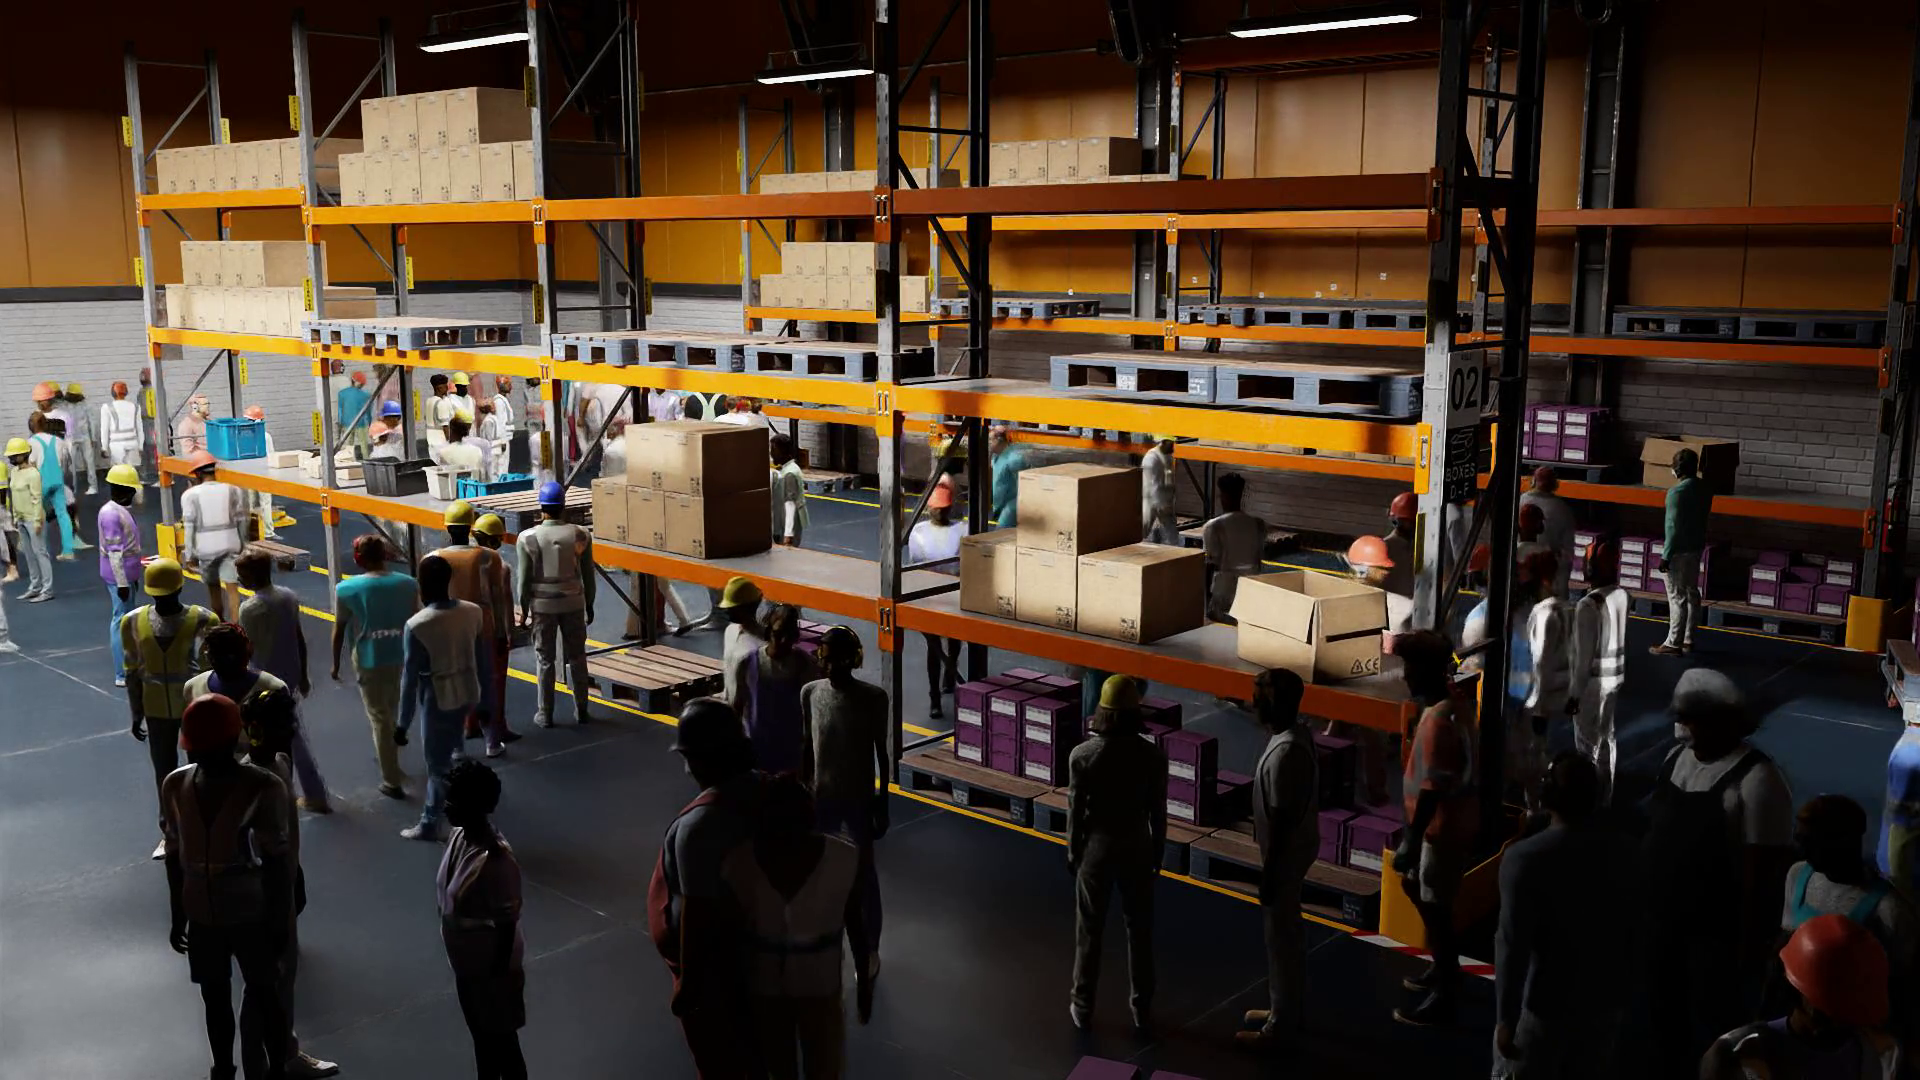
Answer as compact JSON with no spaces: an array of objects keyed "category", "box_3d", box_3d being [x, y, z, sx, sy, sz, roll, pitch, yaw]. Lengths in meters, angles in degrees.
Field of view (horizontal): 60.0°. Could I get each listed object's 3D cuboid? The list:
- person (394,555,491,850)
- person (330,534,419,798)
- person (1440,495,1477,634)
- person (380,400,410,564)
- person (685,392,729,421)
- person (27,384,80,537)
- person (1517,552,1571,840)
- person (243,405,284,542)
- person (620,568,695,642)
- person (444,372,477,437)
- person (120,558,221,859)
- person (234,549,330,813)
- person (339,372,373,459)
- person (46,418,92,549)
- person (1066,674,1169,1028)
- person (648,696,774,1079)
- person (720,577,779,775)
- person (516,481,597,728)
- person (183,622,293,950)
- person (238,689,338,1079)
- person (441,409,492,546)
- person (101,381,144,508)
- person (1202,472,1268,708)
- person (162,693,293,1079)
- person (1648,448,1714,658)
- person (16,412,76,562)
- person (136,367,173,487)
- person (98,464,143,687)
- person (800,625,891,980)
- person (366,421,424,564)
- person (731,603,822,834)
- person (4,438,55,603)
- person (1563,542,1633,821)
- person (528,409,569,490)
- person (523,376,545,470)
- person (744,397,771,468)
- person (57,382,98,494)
[{"category":"person","box_3d":[-3.254,1.031,10.377,0.661,1.900,0.635,5,11,24]},{"category":"person","box_3d":[-4.095,0.846,11.606,0.558,1.797,0.910,-9,13,-41]},{"category":"person","box_3d":[4.518,0.217,15.436,0.329,1.700,0.668,-1,10,-5]},{"category":"person","box_3d":[-6.730,-0.698,19.893,0.610,1.950,0.378,7,12,33]},{"category":"person","box_3d":[-3.596,-1.458,23.934,0.688,2.000,0.539,-1,10,-7]},{"category":"person","box_3d":[-11.793,-1.023,21.620,0.621,2.026,0.704,1,10,5]},{"category":"person","box_3d":[3.682,1.003,10.508,0.451,1.868,0.590,4,11,23]},{"category":"person","box_3d":[-8.979,-0.846,21.285,0.571,1.751,0.329,3,10,15]},{"category":"person","box_3d":[-2.947,0.127,15.922,0.624,1.719,0.519,-8,13,-39]},{"category":"person","box_3d":[-7.364,-1.525,24.634,0.366,1.927,0.585,6,11,29]},{"category":"person","box_3d":[-4.815,1.037,10.220,0.585,1.909,0.423,-1,10,-8]},{"category":"person","box_3d":[-4.652,0.936,11.135,0.951,1.788,0.511,3,10,15]},{"category":"person","box_3d":[-10.052,-1.947,27.653,0.596,1.702,0.396,1,10,7]},{"category":"person","box_3d":[-11.287,-0.694,20.702,0.732,1.665,0.531,-2,10,-10]},{"category":"person","box_3d":[0.755,1.504,8.066,0.486,1.735,0.338,0,10,-2]},{"category":"person","box_3d":[-0.982,1.601,6.638,0.536,2.000,0.676,4,11,22]},{"category":"person","box_3d":[-1.313,1.089,10.343,0.349,1.761,0.530,-8,13,-40]},{"category":"person","box_3d":[-3.168,0.508,13.081,0.615,1.947,0.388,-5,11,-26]},{"category":"person","box_3d":[-3.792,1.319,8.823,0.561,1.836,0.394,1,10,4]},{"category":"person","box_3d":[-3.035,1.568,7.350,0.333,1.860,0.510,1,10,5]},{"category":"person","box_3d":[-5.662,-0.546,19.099,0.594,1.926,0.368,-9,13,-40]},{"category":"person","box_3d":[-11.970,-1.352,23.838,0.721,1.868,0.584,6,12,31]},{"category":"person","box_3d":[2.228,0.413,13.635,0.598,1.946,0.428,-3,10,-15]},{"category":"person","box_3d":[-3.114,1.581,7.080,0.543,1.929,0.387,1,10,5]},{"category":"person","box_3d":[6.654,0.116,15.330,0.631,1.939,0.372,-8,13,-40]},{"category":"person","box_3d":[-11.036,-0.642,20.023,0.966,1.788,0.501,6,12,31]},{"category":"person","box_3d":[-12.756,-1.760,26.109,0.634,1.877,0.696,-1,10,-5]},{"category":"person","box_3d":[-7.181,0.304,14.320,0.383,1.918,0.584,-4,11,-20]},{"category":"person","box_3d":[-0.599,1.345,8.603,0.510,1.862,0.327,3,11,18]},{"category":"person","box_3d":[-6.737,-0.551,19.681,0.645,1.726,0.558,5,11,24]},{"category":"person","box_3d":[-1.042,1.214,9.542,0.525,1.809,0.687,0,10,-2]},{"category":"person","box_3d":[-9.917,-0.211,17.684,0.524,1.761,0.339,7,12,34]},{"category":"person","box_3d":[4.122,0.940,10.821,0.581,1.882,0.351,-10,14,-43]},{"category":"person","box_3d":[-5.020,-0.719,20.250,0.555,1.898,0.967,-9,14,-43]},{"category":"person","box_3d":[-7.169,-2.038,28.093,0.488,1.731,0.325,4,11,20]},{"category":"person","box_3d":[-2.695,-1.104,22.485,0.591,1.840,0.538,6,12,29]},{"category":"person","box_3d":[-13.429,-1.553,25.323,0.515,1.736,0.342,-3,11,-18]}]
